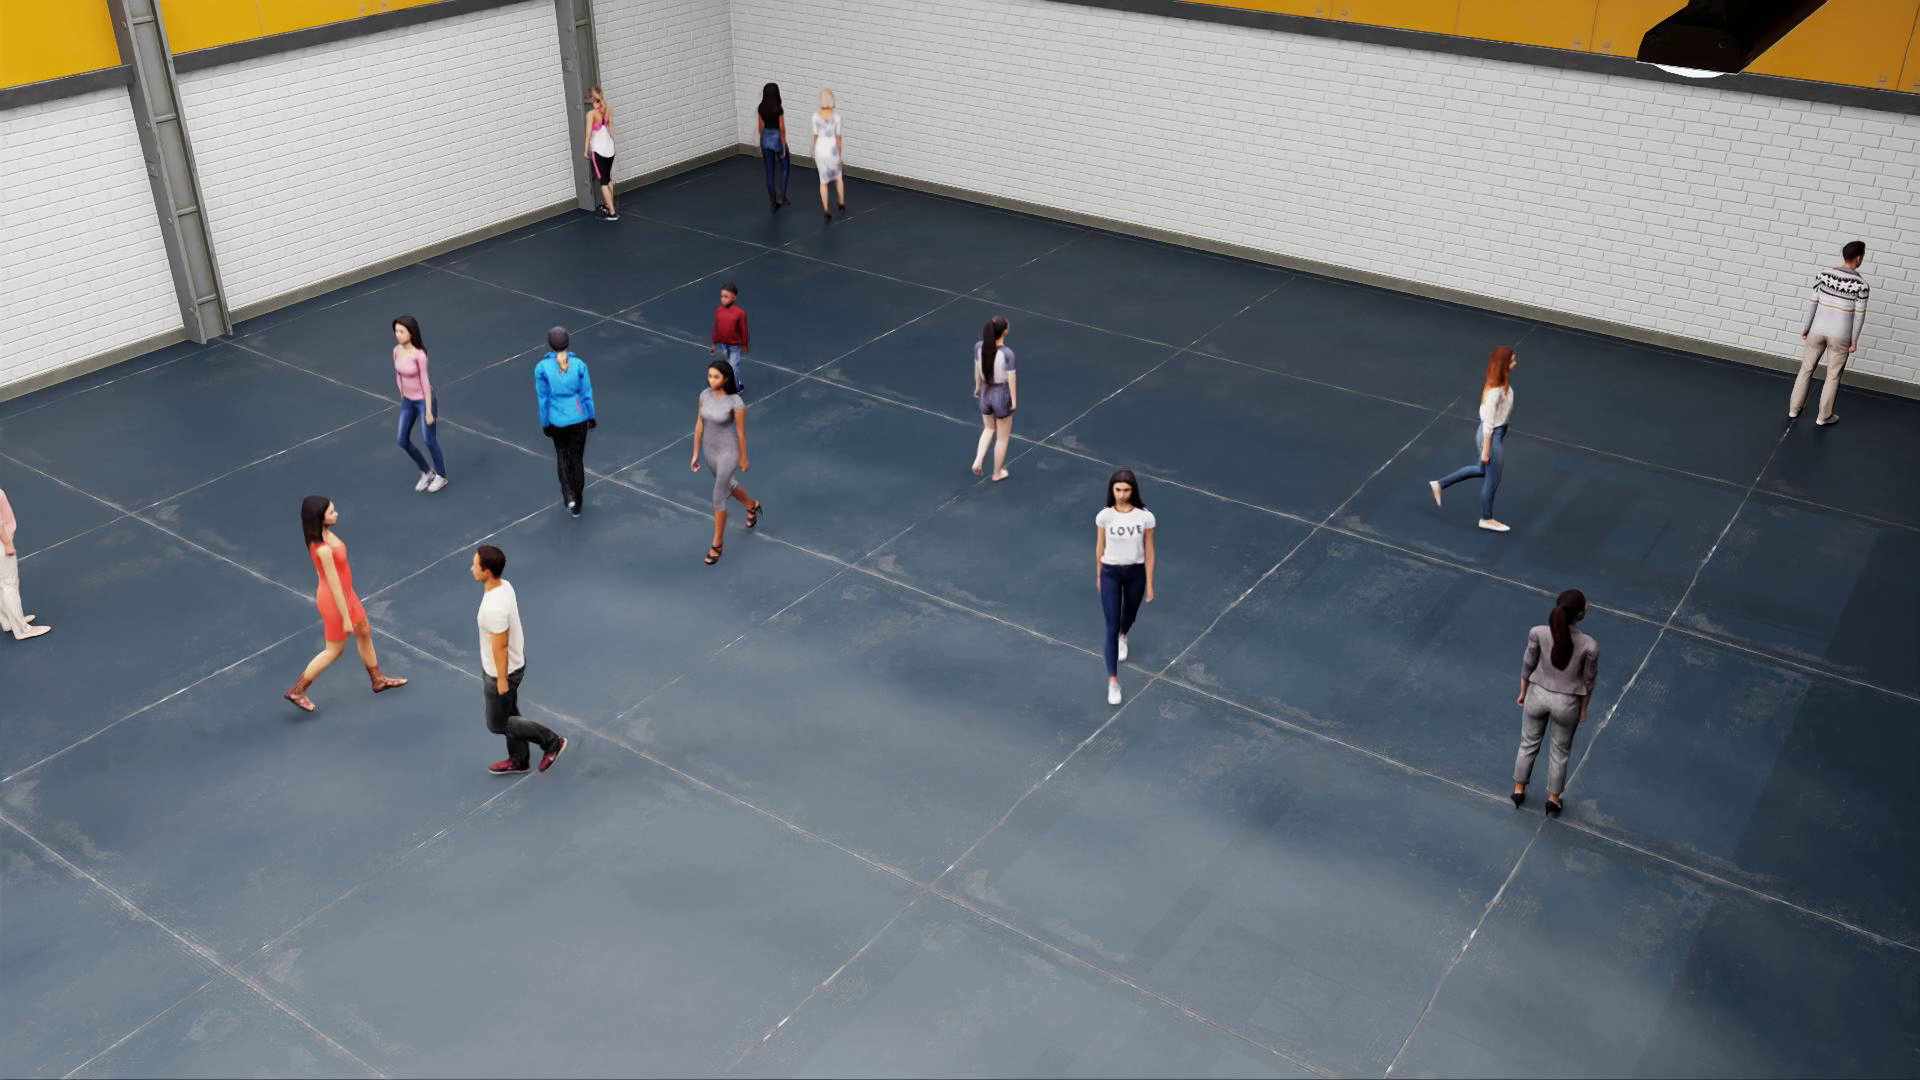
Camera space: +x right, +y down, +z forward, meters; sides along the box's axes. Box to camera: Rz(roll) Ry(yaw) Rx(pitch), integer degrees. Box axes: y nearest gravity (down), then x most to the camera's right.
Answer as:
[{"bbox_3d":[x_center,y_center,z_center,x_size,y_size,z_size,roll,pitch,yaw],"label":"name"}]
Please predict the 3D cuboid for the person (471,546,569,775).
[{"bbox_3d":[-2.997,0.849,11.244,0.952,1.791,0.887,-6,29,-11],"label":"person"}]

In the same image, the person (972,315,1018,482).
[{"bbox_3d":[0.282,-1.257,15.268,0.608,1.635,0.652,20,35,33],"label":"person"}]

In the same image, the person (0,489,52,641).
[{"bbox_3d":[-7.524,-0.032,12.928,0.620,1.725,0.549,23,36,35],"label":"person"}]

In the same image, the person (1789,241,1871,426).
[{"bbox_3d":[8.645,-2.063,16.511,0.613,1.859,0.720,-26,38,-38],"label":"person"}]

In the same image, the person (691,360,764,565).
[{"bbox_3d":[-1.970,-0.724,14.182,0.625,1.738,1.105,17,33,28],"label":"person"}]

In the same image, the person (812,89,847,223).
[{"bbox_3d":[-1.778,-5.126,22.267,0.800,1.724,0.913,1,29,2],"label":"person"}]

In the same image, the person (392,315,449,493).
[{"bbox_3d":[-4.876,-1.264,15.181,0.625,1.730,0.657,15,32,25],"label":"person"}]

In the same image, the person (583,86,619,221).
[{"bbox_3d":[-4.789,-5.187,22.322,0.686,1.779,0.724,23,36,35],"label":"person"}]

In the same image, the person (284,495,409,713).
[{"bbox_3d":[-4.589,0.486,12.012,1.177,1.692,0.940,-13,31,-23],"label":"person"}]

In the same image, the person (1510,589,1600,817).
[{"bbox_3d":[3.896,1.080,10.939,0.629,1.678,0.593,16,32,26],"label":"person"}]

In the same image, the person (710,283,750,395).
[{"bbox_3d":[-2.330,-2.065,17.159,0.559,1.242,0.723,14,32,24],"label":"person"}]

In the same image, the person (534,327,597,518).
[{"bbox_3d":[-3.454,-0.994,14.632,0.779,1.783,0.836,-3,29,-6],"label":"person"}]

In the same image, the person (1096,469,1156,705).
[{"bbox_3d":[1.220,0.265,12.365,1.024,1.742,1.197,0,29,0],"label":"person"}]

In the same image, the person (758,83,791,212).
[{"bbox_3d":[-2.564,-5.317,22.613,0.659,1.728,0.685,5,29,9],"label":"person"}]

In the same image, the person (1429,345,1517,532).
[{"bbox_3d":[4.545,-0.897,14.528,0.766,1.711,0.971,12,31,21],"label":"person"}]
